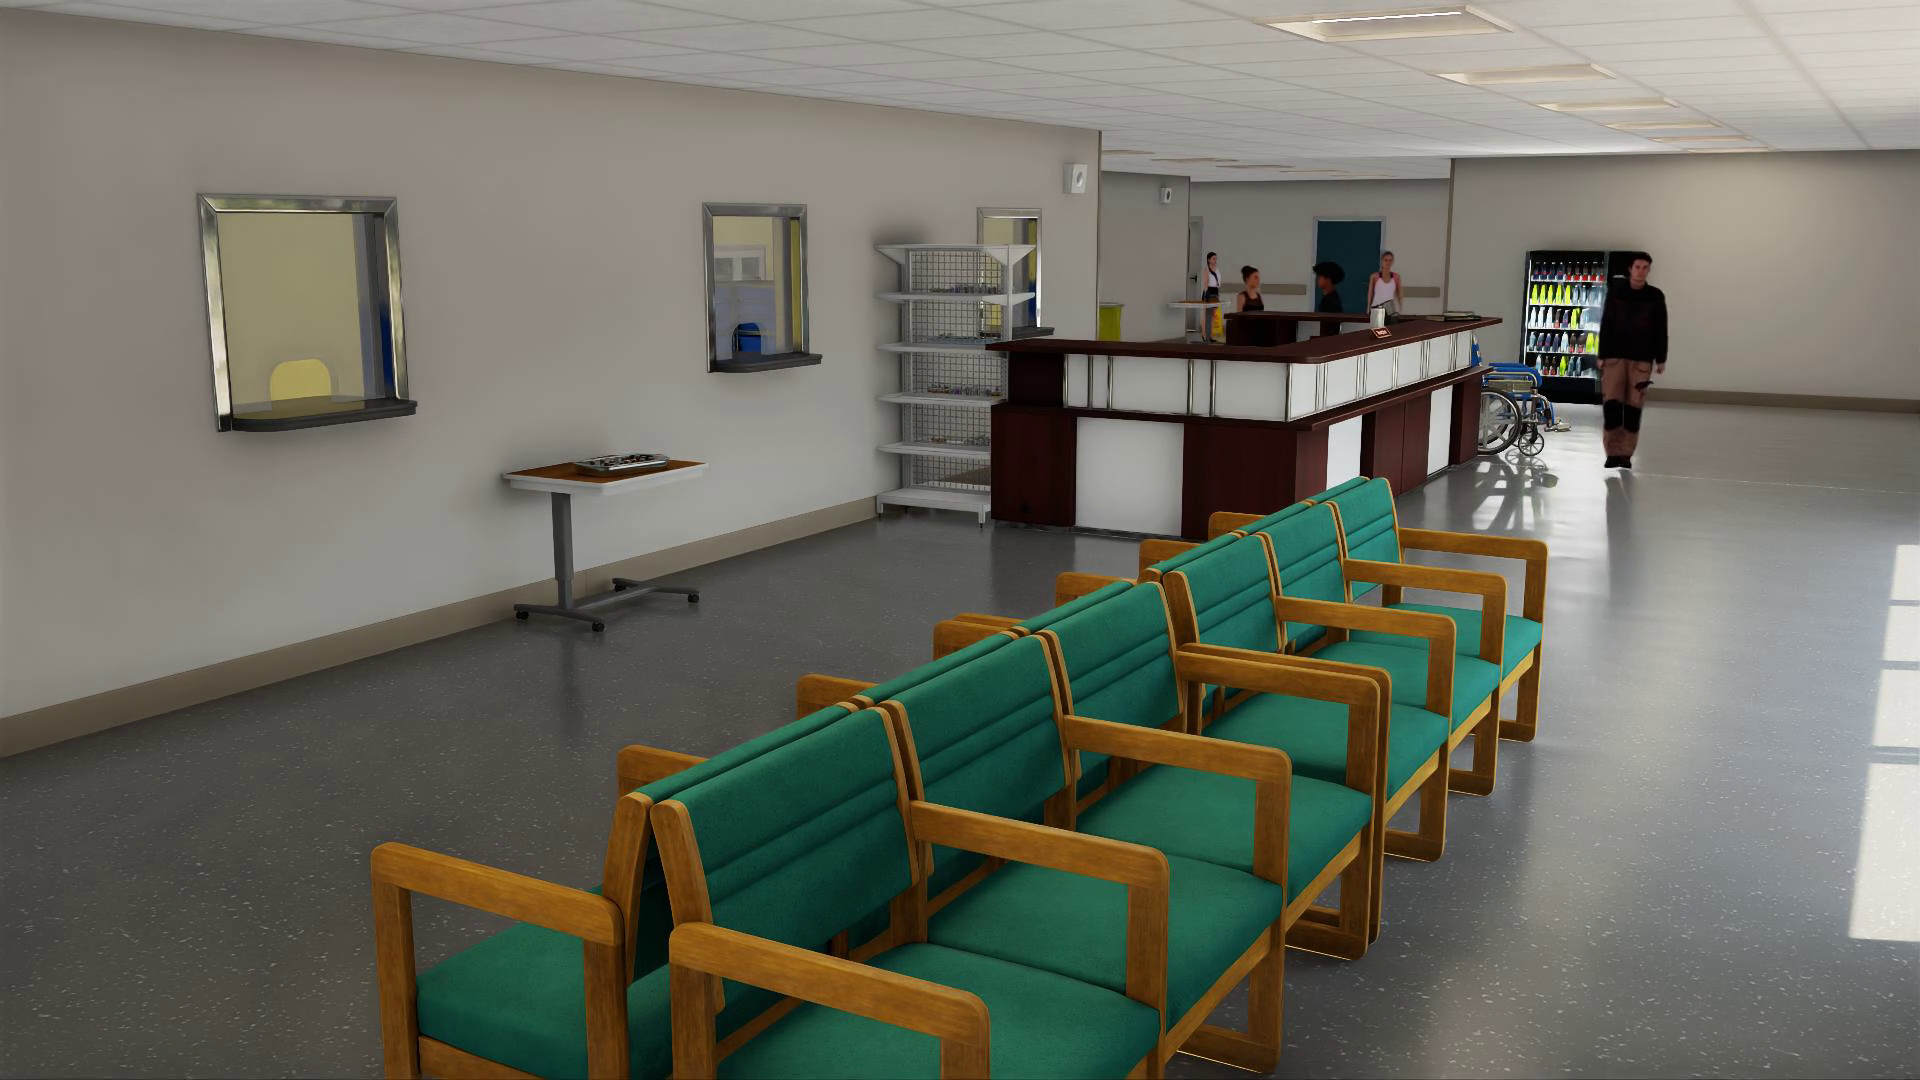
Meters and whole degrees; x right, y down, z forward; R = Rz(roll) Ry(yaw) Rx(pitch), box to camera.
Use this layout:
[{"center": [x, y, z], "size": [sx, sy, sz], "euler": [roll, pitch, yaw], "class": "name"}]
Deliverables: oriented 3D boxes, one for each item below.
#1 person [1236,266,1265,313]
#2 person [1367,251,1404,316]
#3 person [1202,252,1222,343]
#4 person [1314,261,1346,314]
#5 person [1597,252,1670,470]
[{"center": [3.328, -2.348, 19.475], "size": [0.814, 1.647, 1.122], "euler": [-9, 14, -41], "class": "person"}, {"center": [5.921, -3.129, 23.272], "size": [0.975, 1.766, 0.909], "euler": [2, 11, 10], "class": "person"}, {"center": [4.630, -4.478, 30.696], "size": [0.580, 1.649, 0.606], "euler": [10, 15, 43], "class": "person"}, {"center": [3.926, -2.004, 17.371], "size": [1.064, 1.756, 0.891], "euler": [1, 11, 6], "class": "person"}, {"center": [5.899, -1.568, 14.674], "size": [0.911, 1.905, 0.887], "euler": [4, 11, 19], "class": "person"}]
